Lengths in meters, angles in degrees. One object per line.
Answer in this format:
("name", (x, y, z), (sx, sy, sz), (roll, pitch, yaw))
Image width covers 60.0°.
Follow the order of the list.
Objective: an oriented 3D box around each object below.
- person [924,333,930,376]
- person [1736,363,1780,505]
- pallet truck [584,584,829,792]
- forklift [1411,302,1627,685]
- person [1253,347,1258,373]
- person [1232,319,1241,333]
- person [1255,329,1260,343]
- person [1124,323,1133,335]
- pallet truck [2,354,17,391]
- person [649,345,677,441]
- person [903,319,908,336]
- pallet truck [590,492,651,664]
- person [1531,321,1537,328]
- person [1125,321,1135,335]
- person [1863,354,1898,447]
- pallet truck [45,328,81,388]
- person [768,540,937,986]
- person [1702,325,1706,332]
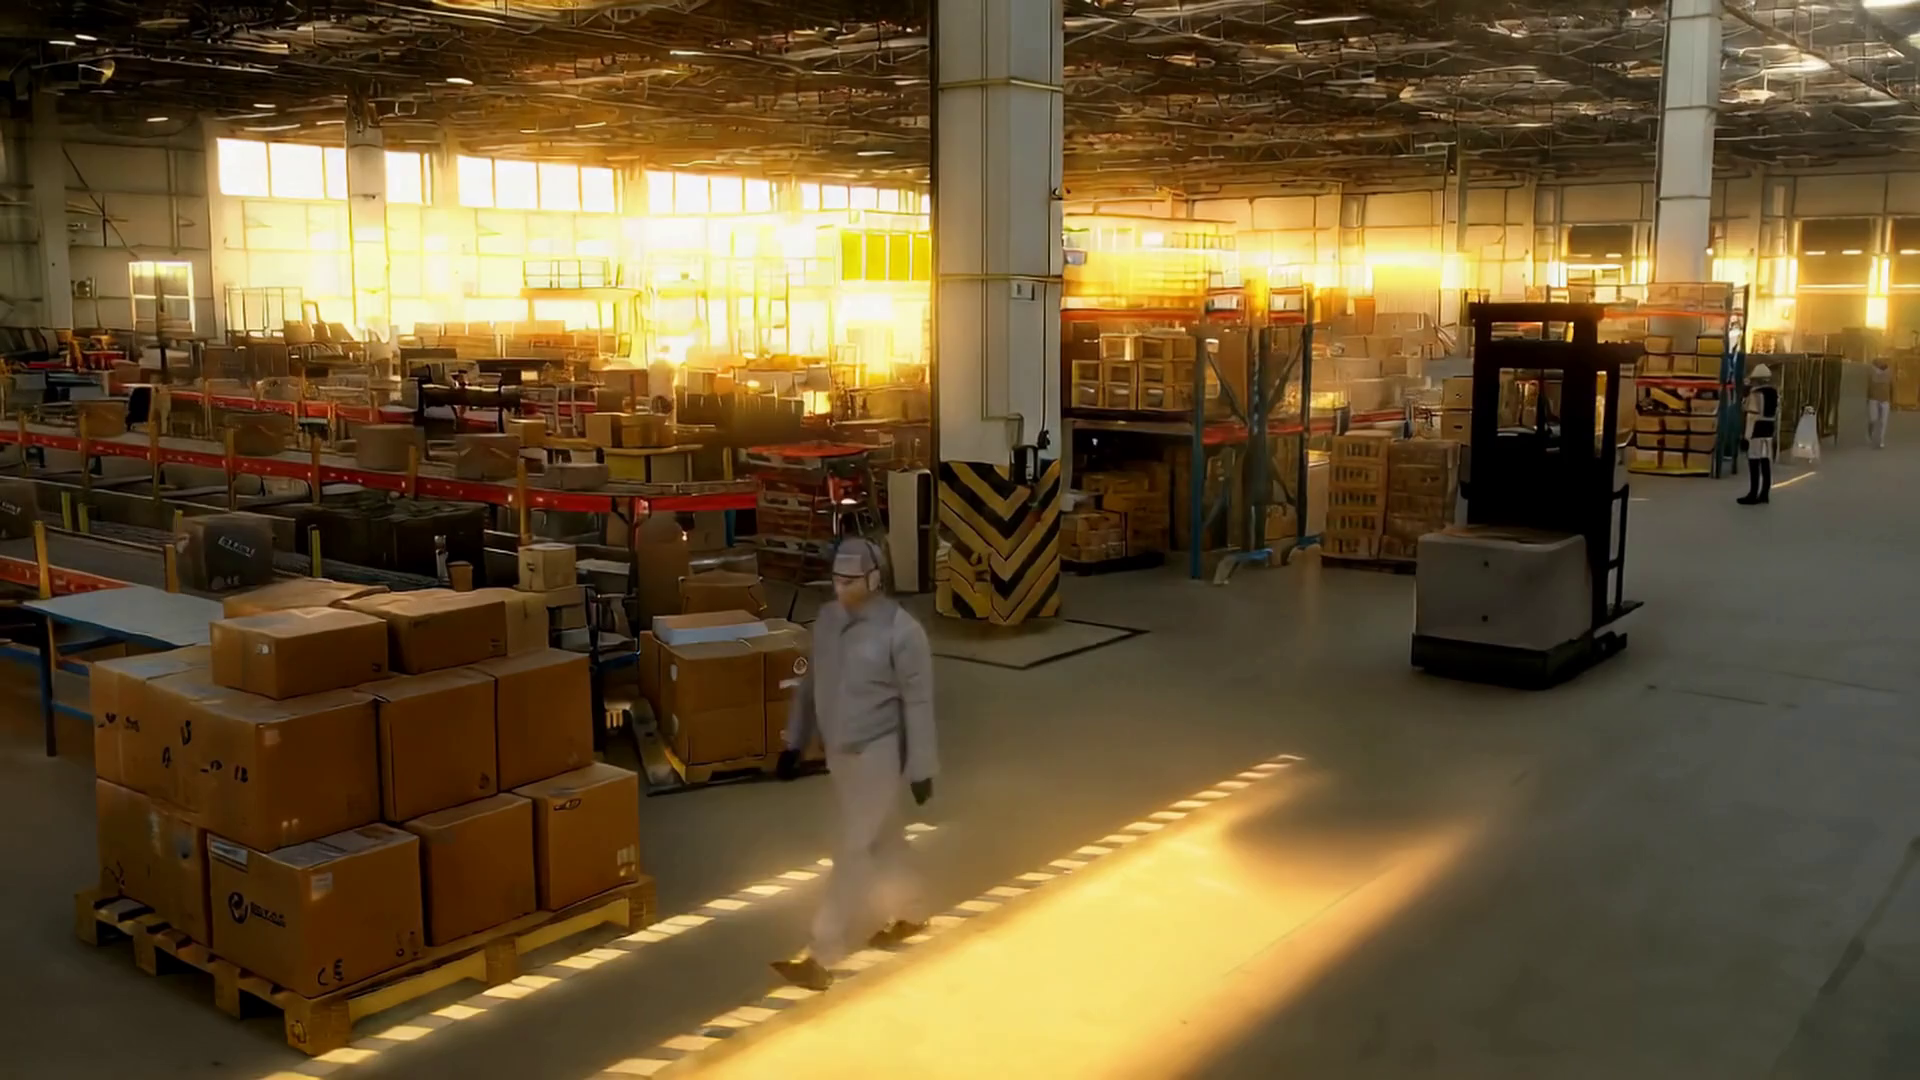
("person", (-0.937, -5.410, 50.301), (0.869, 1.702, 0.516), (8, 11, 42))
("person", (10.944, -1.447, 22.812), (0.552, 1.938, 0.357), (-5, 10, -28))
("pallet truck", (-1.426, 0.805, 10.019), (1.601, 1.201, 0.680), (-4, 9, -26))
("forklift", (4.379, -0.438, 12.852), (1.129, 2.768, 1.873), (7, 11, 37))
("person", (7.850, -4.300, 43.202), (0.856, 1.595, 0.493), (-1, 9, -10))
("person", (10.842, -7.692, 65.048), (0.477, 1.903, 0.608), (-2, 9, -12))
("person", (12.395, -8.163, 68.396), (0.506, 1.847, 0.346), (2, 9, 15))
("person", (5.914, -6.718, 58.577), (0.502, 1.868, 0.605), (-3, 9, -17))
("pallet truck", (-24.881, -4.417, 42.634), (1.885, 1.965, 0.823), (8, 11, 41))
("person", (-5.680, -2.752, 31.759), (0.542, 1.904, 0.560), (2, 9, 14))
("person", (-2.356, -9.499, 77.409), (0.710, 1.843, 0.995), (1, 8, 5))
("pallet truck", (-3.115, 0.344, 12.883), (0.653, 1.274, 1.630), (7, 11, 37))
("person", (27.335, -9.735, 79.012), (0.786, 1.852, 0.525), (5, 10, 30))
("person", (6.145, -6.998, 60.419), (0.994, 1.878, 0.553), (0, 8, -3))
("person", (17.307, -2.612, 31.266), (0.560, 1.750, 0.414), (4, 9, 24))
("pallet truck", (-23.775, -4.544, 43.495), (1.885, 1.965, 0.823), (6, 10, 35))
("person", (-0.479, 0.925, 7.106), (0.997, 1.856, 0.647), (-7, 11, -40))
("person", (24.929, -6.308, 55.835), (0.967, 1.860, 0.616), (7, 11, 39))
